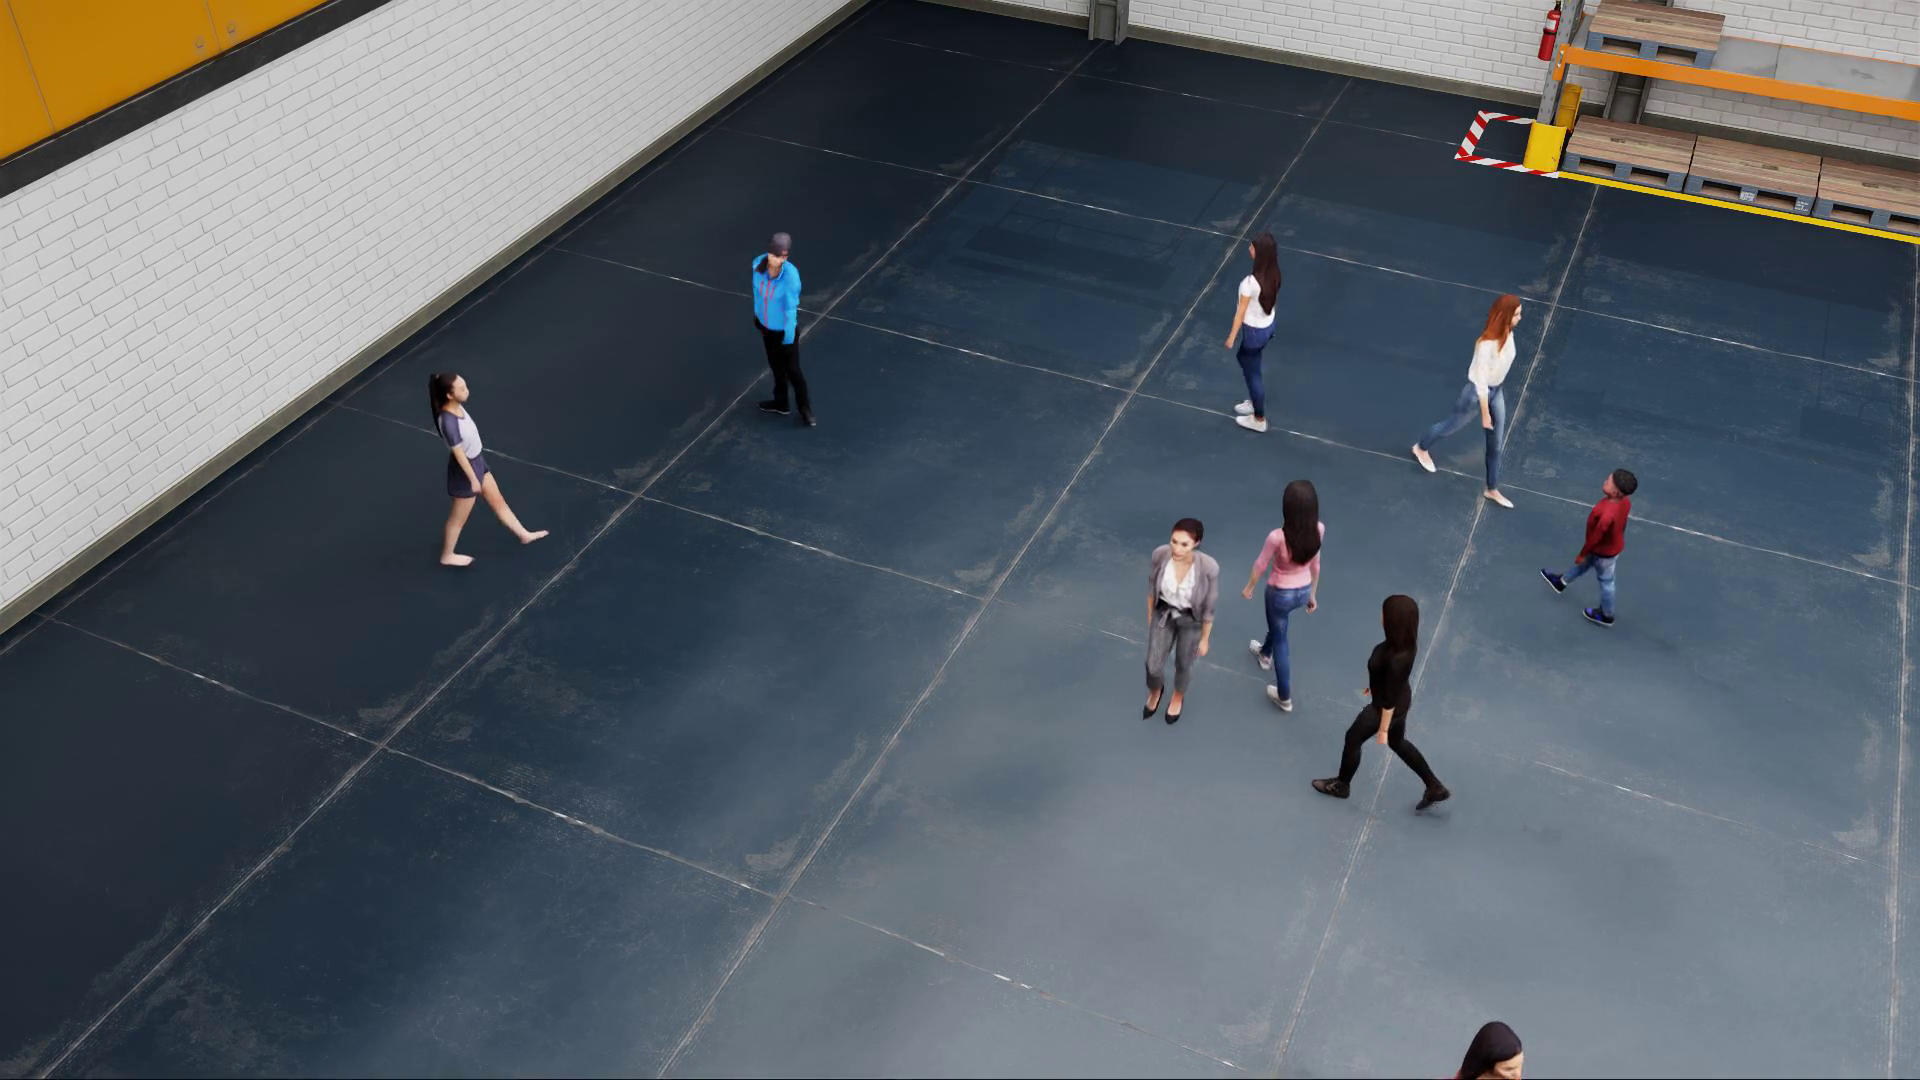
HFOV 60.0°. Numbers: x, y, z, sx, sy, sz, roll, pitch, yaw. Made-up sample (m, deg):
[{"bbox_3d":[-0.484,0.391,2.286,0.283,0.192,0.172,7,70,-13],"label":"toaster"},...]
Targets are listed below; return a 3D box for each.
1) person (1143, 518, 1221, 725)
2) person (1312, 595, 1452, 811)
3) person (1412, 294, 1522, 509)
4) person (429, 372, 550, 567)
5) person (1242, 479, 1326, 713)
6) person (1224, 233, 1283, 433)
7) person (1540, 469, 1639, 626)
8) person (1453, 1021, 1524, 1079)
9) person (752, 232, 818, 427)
[{"bbox_3d":[1.440,0.479,10.621,0.509,1.665,0.686,14,41,16],"label":"person"},{"bbox_3d":[2.657,1.022,9.987,1.043,1.607,0.571,18,42,21],"label":"person"},{"bbox_3d":[3.858,-1.110,12.594,0.968,1.685,1.233,-24,44,-27],"label":"person"},{"bbox_3d":[-3.610,-0.463,11.843,1.122,1.612,0.956,-5,39,-6],"label":"person"},{"bbox_3d":[2.132,0.404,10.669,0.886,1.723,0.974,-17,42,-20],"label":"person"},{"bbox_3d":[2.421,-1.582,13.126,0.651,1.760,0.631,25,45,28],"label":"person"},{"bbox_3d":[4.512,0.074,11.479,0.880,1.226,0.636,27,46,30],"label":"person"},{"bbox_3d":[2.280,2.775,7.733,1.024,1.682,1.190,-19,42,-23],"label":"person"},{"bbox_3d":[-1.478,-1.735,13.303,0.862,1.778,0.652,-22,43,-25],"label":"person"}]
